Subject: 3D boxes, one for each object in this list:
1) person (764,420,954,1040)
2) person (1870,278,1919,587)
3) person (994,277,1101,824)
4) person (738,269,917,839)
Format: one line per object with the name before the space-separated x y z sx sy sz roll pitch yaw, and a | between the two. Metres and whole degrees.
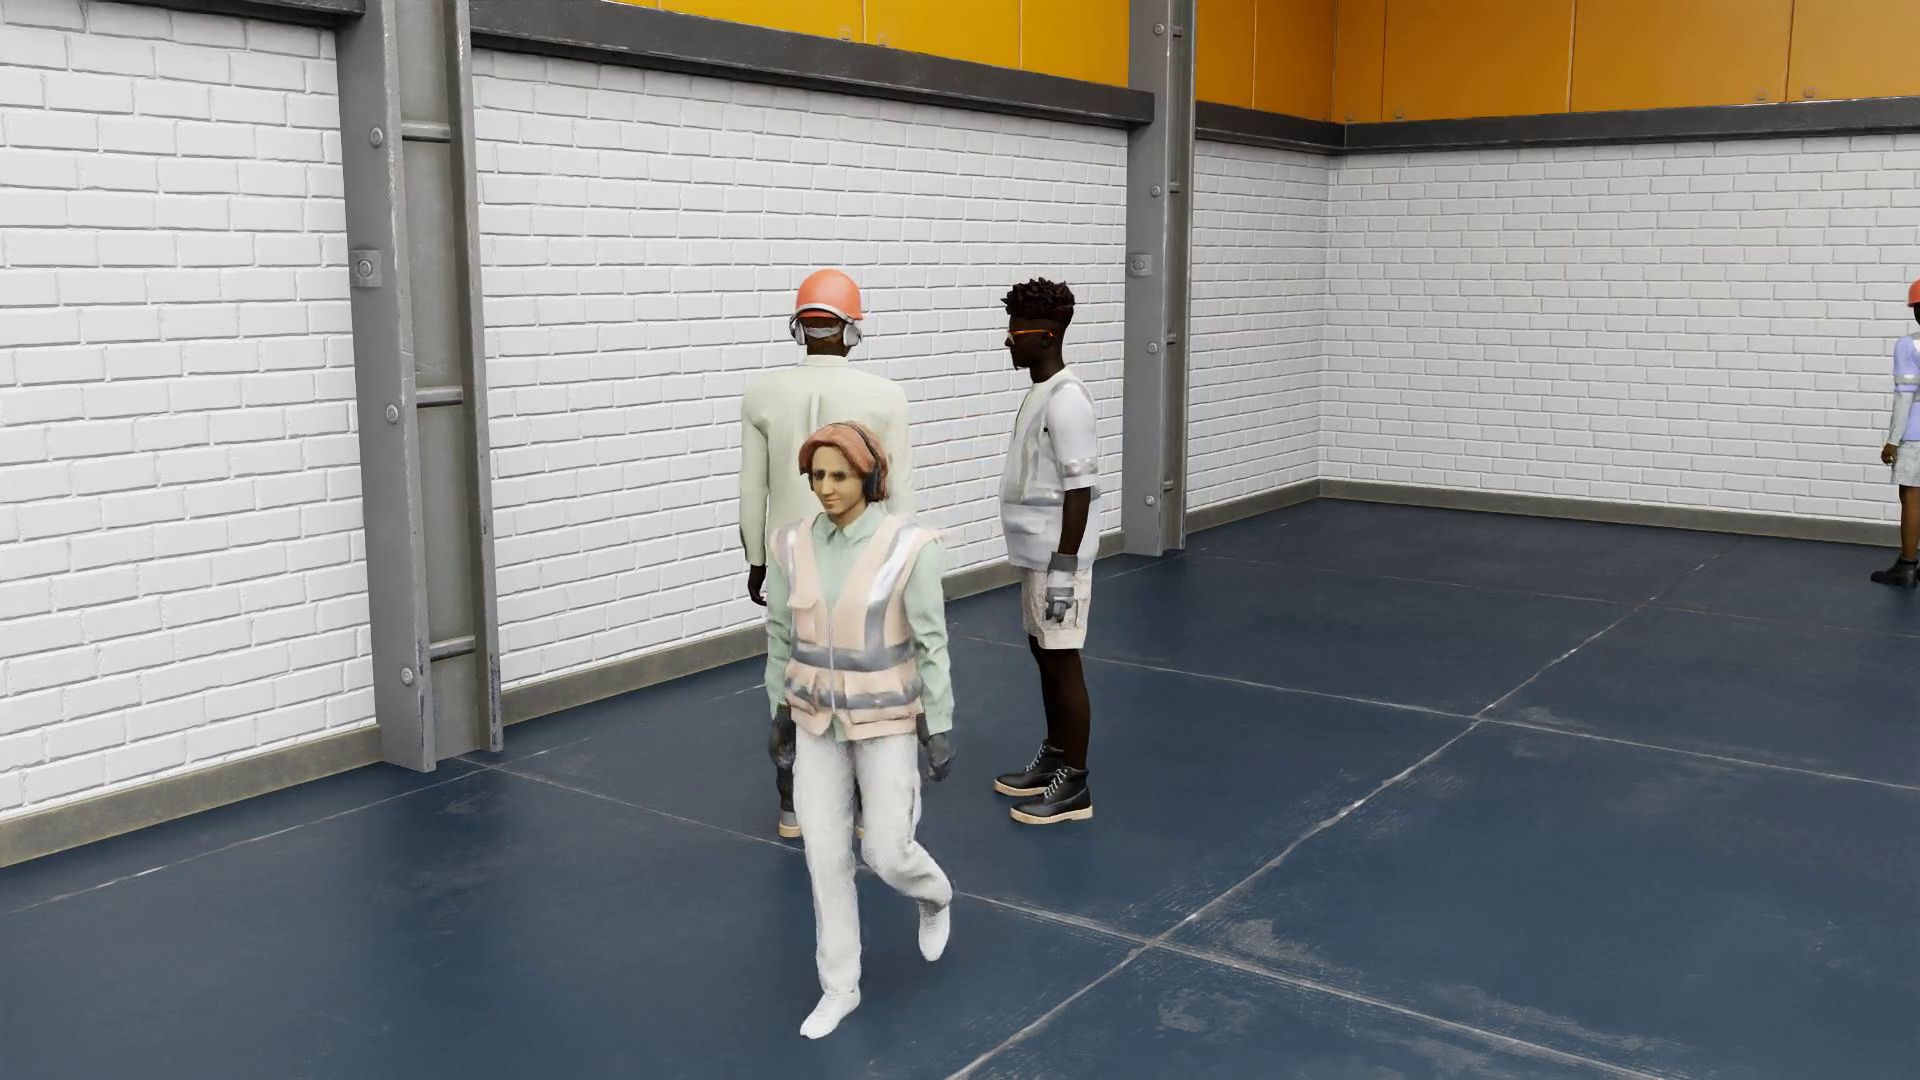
person | -0.244 0.479 4.441 0.544 1.623 0.517 4 10 24
person | 5.974 -0.669 10.345 0.544 1.933 0.376 -3 10 -15
person | 0.318 0.039 6.030 0.362 1.963 0.614 -1 10 -7
person | -0.453 0.059 5.830 0.624 1.990 0.397 1 10 8
